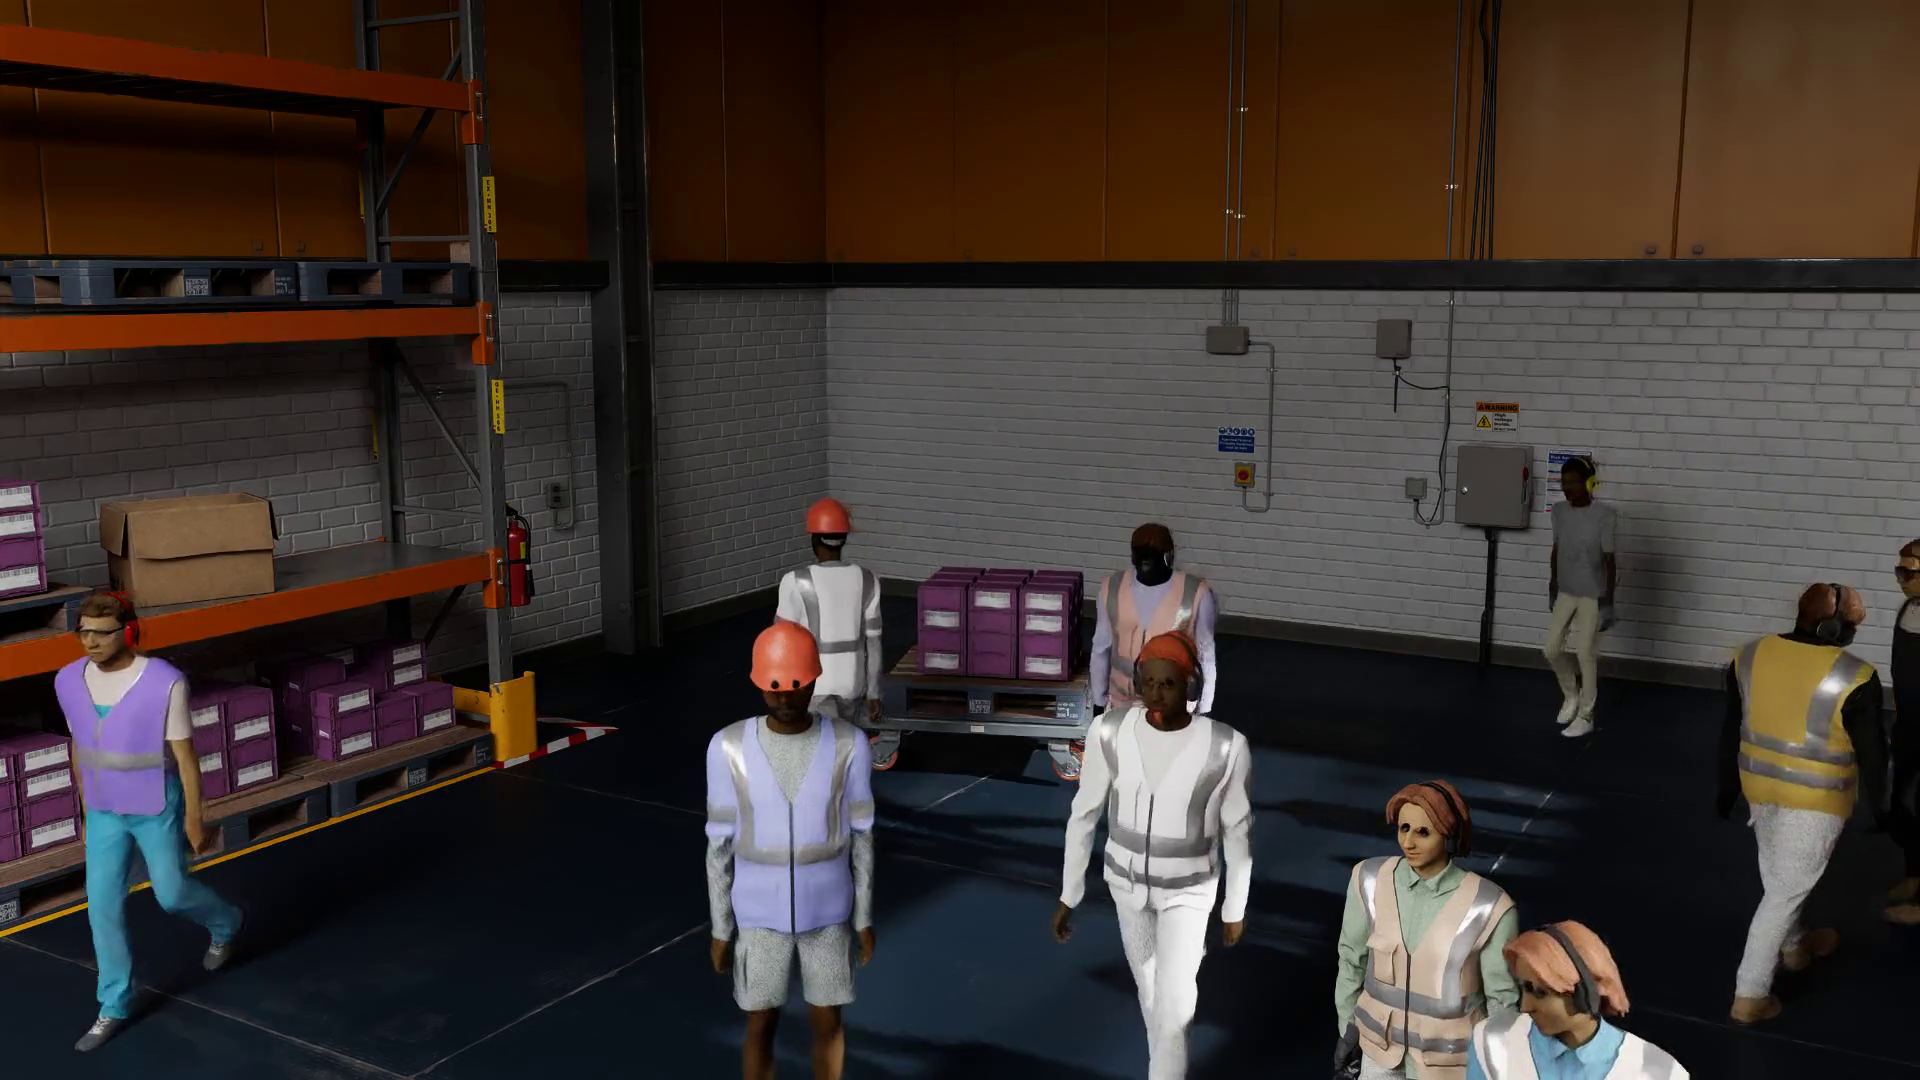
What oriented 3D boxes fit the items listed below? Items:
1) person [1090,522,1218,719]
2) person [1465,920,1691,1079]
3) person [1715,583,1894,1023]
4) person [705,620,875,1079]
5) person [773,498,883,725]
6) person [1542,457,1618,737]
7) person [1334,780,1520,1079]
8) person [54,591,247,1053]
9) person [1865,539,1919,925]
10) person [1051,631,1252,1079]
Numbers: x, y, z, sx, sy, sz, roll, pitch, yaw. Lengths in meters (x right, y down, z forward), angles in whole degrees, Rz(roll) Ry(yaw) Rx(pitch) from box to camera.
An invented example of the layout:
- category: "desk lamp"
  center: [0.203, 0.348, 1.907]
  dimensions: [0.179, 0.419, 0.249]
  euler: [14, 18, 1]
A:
- category: "person"
  center: [1.001, 0.783, 8.481]
  dimensions: [0.637, 1.814, 0.867]
  euler: [4, 10, 24]
- category: "person"
  center: [1.414, 1.619, 3.822]
  dimensions: [0.539, 1.613, 0.623]
  euler: [6, 11, 32]
- category: "person"
  center: [3.490, 1.053, 6.882]
  dimensions: [0.962, 1.779, 0.627]
  euler: [-5, 10, -28]
- category: "person"
  center: [-0.548, 1.206, 5.422]
  dimensions: [0.551, 1.936, 0.370]
  euler: [-1, 9, -6]
- category: "person"
  center: [-0.703, 0.722, 8.649]
  dimensions: [0.550, 1.871, 1.037]
  euler: [-5, 11, -31]
- category: "person"
  center: [4.052, 0.373, 10.878]
  dimensions: [0.392, 1.850, 0.543]
  euler: [-7, 11, -37]
- category: "person"
  center: [1.303, 1.469, 4.701]
  dimensions: [0.522, 1.639, 0.309]
  euler: [7, 12, 38]
- category: "person"
  center: [-3.278, 1.059, 6.754]
  dimensions: [0.569, 1.814, 0.816]
  euler: [2, 9, 10]
- category: "person"
  center: [4.473, 0.892, 7.721]
  dimensions: [0.383, 1.827, 0.553]
  euler: [-1, 9, -6]
- category: "person"
  center: [0.636, 1.227, 5.591]
  dimensions: [0.594, 1.834, 0.987]
  euler: [5, 10, 27]
